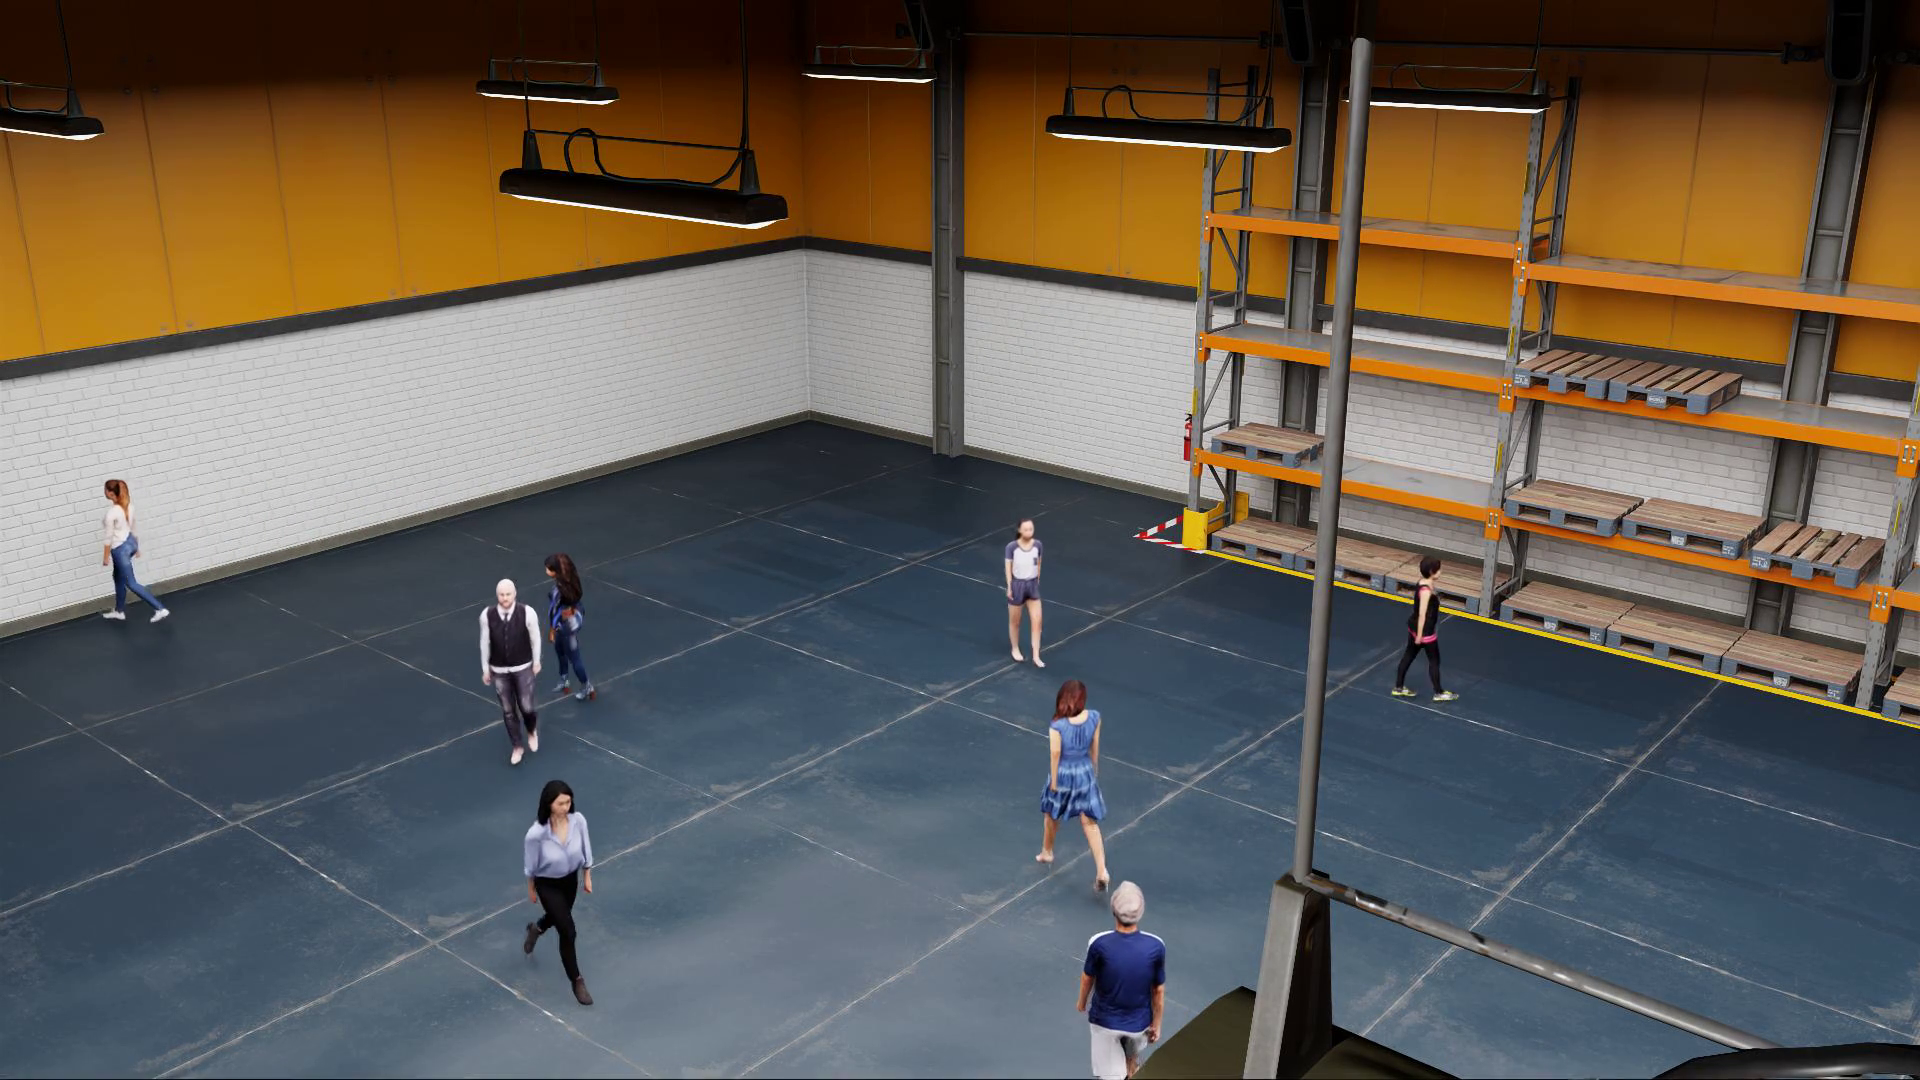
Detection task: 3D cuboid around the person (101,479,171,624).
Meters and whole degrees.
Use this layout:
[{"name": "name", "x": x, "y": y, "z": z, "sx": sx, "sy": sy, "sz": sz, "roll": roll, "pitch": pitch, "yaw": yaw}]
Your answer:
[{"name": "person", "x": -9.377, "y": 0.163, "z": 18.786, "sx": 1.172, "sy": 1.687, "sz": 1.021, "roll": 1, "pitch": 19, "yaw": 2}]

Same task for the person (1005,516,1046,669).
[{"name": "person", "x": 0.638, "y": 0.524, "z": 17.801, "sx": 0.823, "sy": 1.631, "sz": 0.913, "roll": -5, "pitch": 19, "yaw": -14}]

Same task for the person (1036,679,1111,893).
[{"name": "person", "x": 0.949, "y": 1.990, "z": 13.234, "sx": 0.945, "sy": 1.767, "sz": 1.204, "roll": -8, "pitch": 20, "yaw": -22}]

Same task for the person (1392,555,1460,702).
[{"name": "person", "x": 4.610, "y": 0.895, "z": 16.858, "sx": 0.955, "sy": 1.530, "sz": 0.835, "roll": 1, "pitch": 19, "yaw": 3}]

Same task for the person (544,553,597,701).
[{"name": "person", "x": -3.871, "y": 0.893, "z": 16.749, "sx": 0.868, "sy": 1.604, "sz": 0.802, "roll": 3, "pitch": 19, "yaw": 10}]

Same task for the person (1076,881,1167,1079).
[{"name": "person", "x": 1.002, "y": 3.009, "z": 10.173, "sx": 1.102, "sy": 1.789, "sz": 1.180, "roll": -3, "pitch": 19, "yaw": -8}]

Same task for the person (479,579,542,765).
[{"name": "person", "x": -4.167, "y": 1.188, "z": 15.554, "sx": 0.843, "sy": 1.807, "sz": 0.906, "roll": -1, "pitch": 19, "yaw": -4}]

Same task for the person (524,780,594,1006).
[{"name": "person", "x": -2.945, "y": 2.467, "z": 11.932, "sx": 0.741, "sy": 1.695, "sz": 1.173, "roll": -16, "pitch": 24, "yaw": -39}]
